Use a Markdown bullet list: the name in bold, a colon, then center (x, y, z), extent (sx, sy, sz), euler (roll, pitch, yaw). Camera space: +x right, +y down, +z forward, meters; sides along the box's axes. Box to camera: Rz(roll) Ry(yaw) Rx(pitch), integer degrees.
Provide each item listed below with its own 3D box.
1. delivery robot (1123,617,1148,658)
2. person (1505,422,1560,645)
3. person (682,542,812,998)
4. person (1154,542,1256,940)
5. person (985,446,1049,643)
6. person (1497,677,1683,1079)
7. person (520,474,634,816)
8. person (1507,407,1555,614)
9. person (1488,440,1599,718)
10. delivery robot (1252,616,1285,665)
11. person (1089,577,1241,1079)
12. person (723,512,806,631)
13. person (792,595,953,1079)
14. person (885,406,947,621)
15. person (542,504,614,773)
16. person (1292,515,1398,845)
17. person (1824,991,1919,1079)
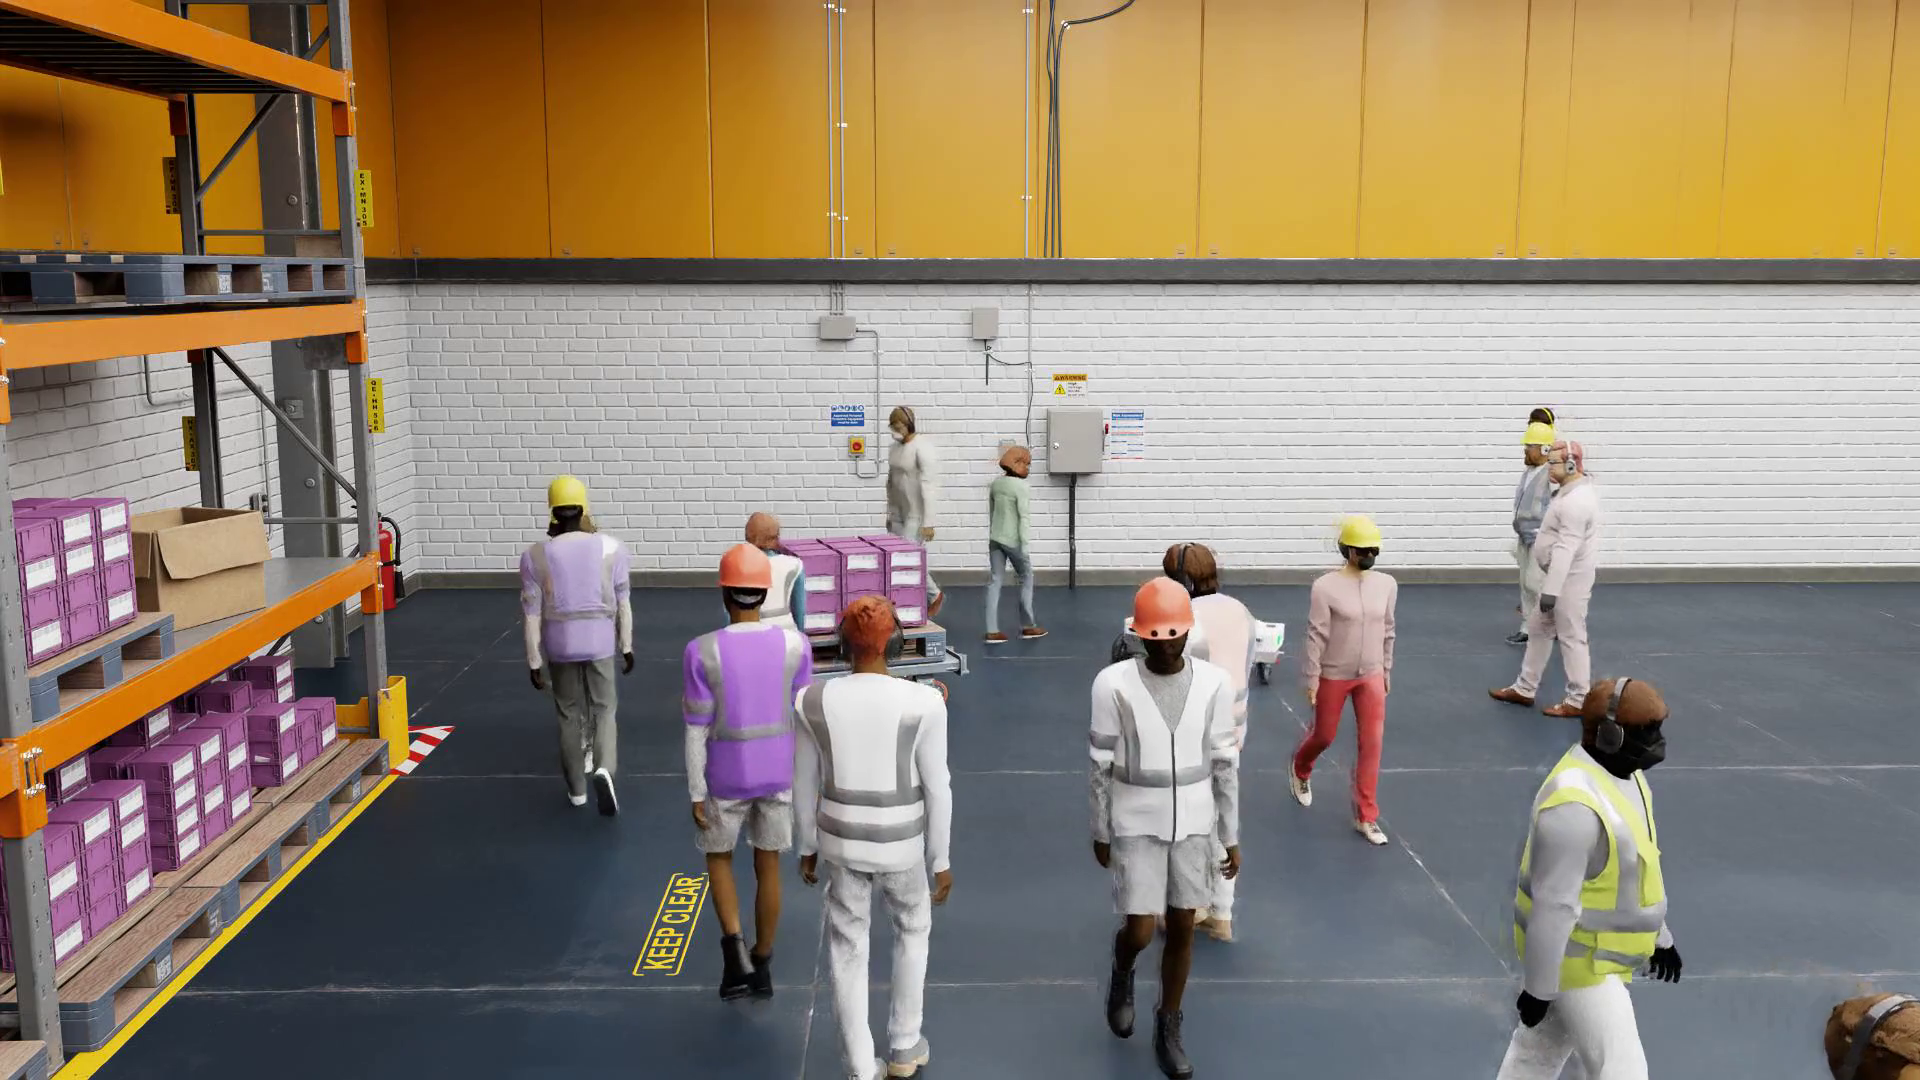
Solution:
- **delivery robot**: center (1.557, 0.663, 12.616), extent (0.477, 0.478, 0.707), euler (8, 12, 40)
- **person**: center (4.658, -0.034, 13.305), extent (0.472, 1.819, 0.610), euler (-1, 9, -7)
- **person**: center (-0.864, 0.969, 6.855), extent (0.551, 1.918, 0.477), euler (-3, 10, -17)
- **person**: center (1.051, 0.910, 7.513), extent (0.661, 1.820, 0.488), euler (-8, 12, -40)
- **person**: center (0.456, 0.030, 13.549), extent (0.706, 1.591, 0.542), euler (-7, 12, -38)
- **person**: center (2.046, 1.308, 5.139), extent (0.912, 1.800, 0.626), euler (5, 11, 28)
- **person**: center (-2.102, 0.594, 9.186), extent (0.612, 1.909, 0.672), euler (-3, 10, -16)
- **person**: center (5.038, -0.243, 14.507), extent (0.427, 1.844, 0.556), euler (0, 9, -3)
- **person**: center (3.950, 0.266, 11.242), extent (0.738, 1.884, 0.678), euler (3, 10, 17)
- **delivery robot**: center (2.030, 0.722, 12.255), extent (0.707, 0.478, 0.477), euler (2, 9, 14)
- **person**: center (0.767, 1.066, 6.273), extent (0.551, 1.917, 0.478), euler (-2, 9, -9)
- **person**: center (-1.182, 0.621, 9.974), extent (0.515, 1.591, 0.859), euler (-3, 10, -16)
- **person**: center (-0.305, 1.110, 6.140), extent (0.606, 1.865, 0.644), euler (1, 9, 8)
- **person**: center (-0.394, -0.179, 13.928), extent (0.489, 1.906, 0.719), euler (-6, 11, -32)
- **person**: center (-2.303, 0.556, 9.999), extent (0.501, 1.717, 0.380), euler (2, 9, 12)
- **person**: center (2.083, 0.704, 9.028), extent (0.537, 1.743, 0.794), euler (-2, 10, -14)
- **person**: center (1.552, 1.653, 2.908), extent (0.540, 1.833, 0.411), euler (-4, 10, -25)
